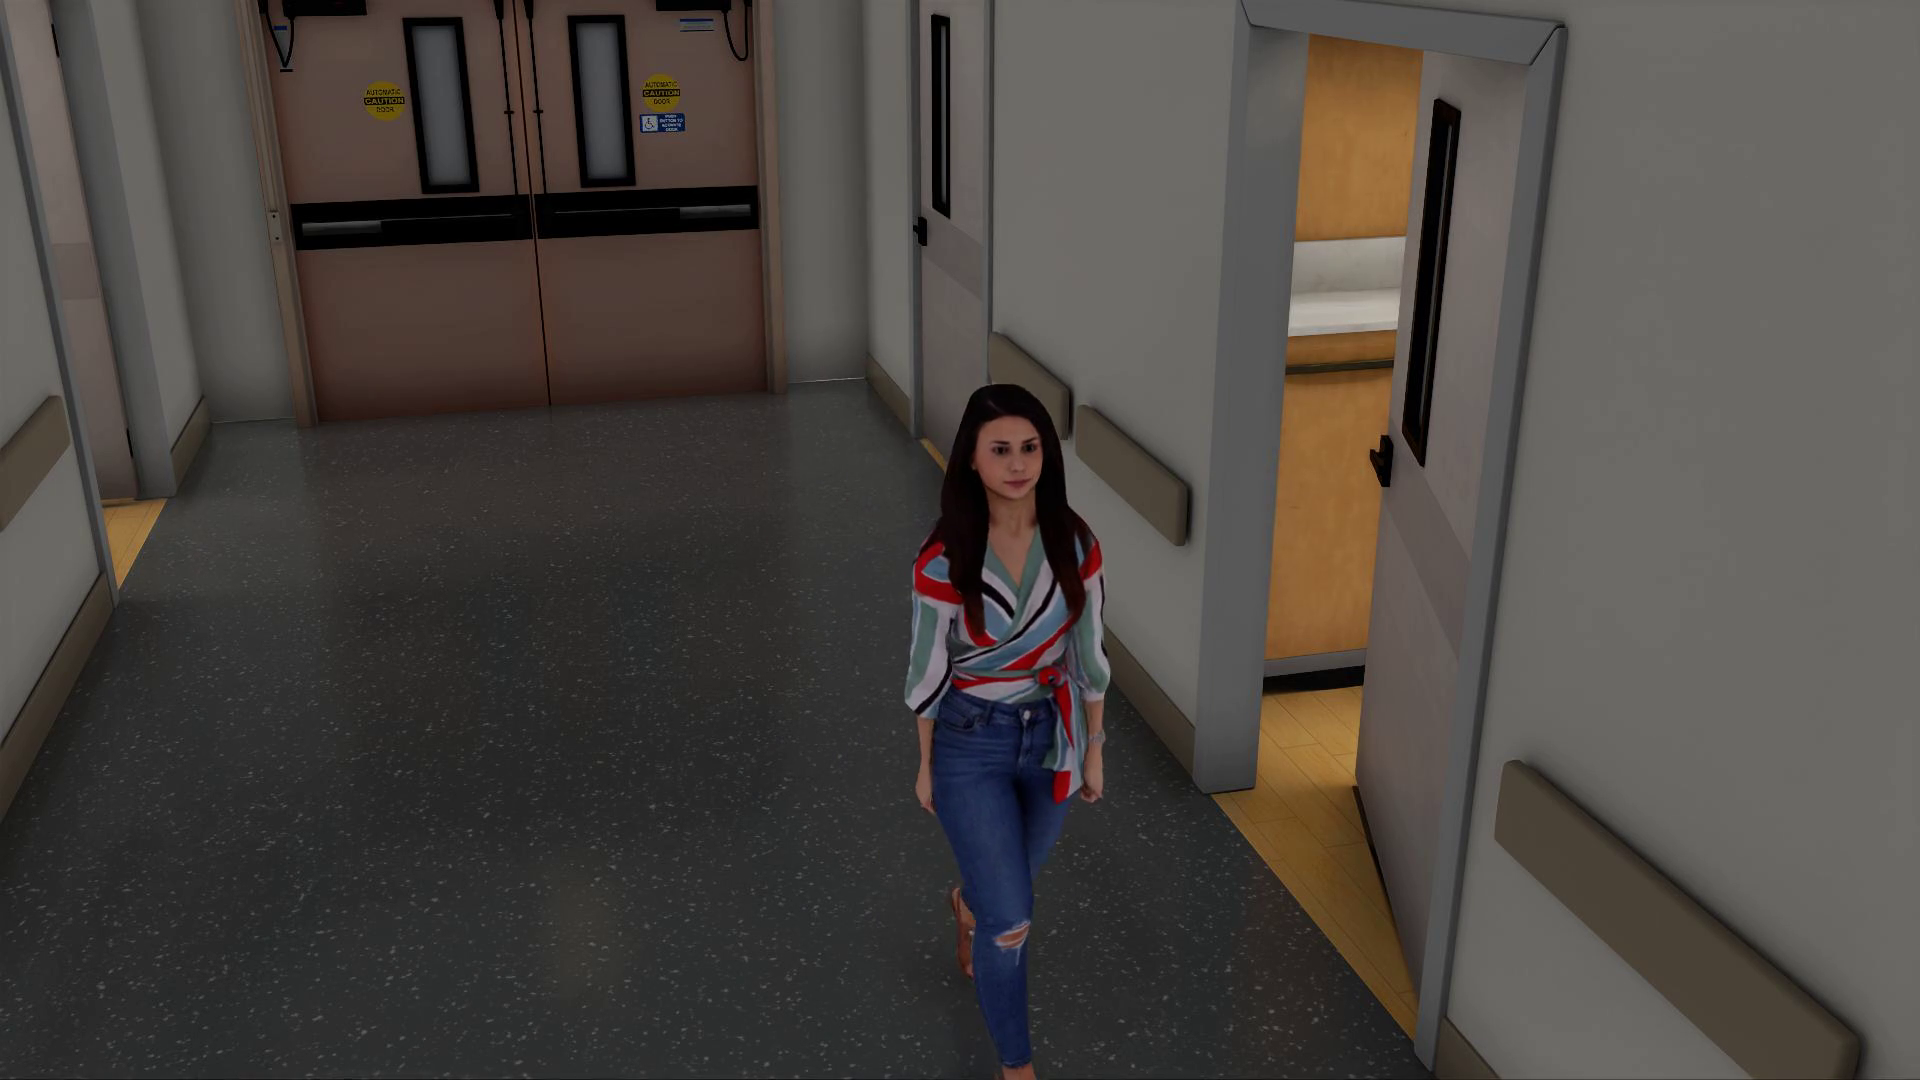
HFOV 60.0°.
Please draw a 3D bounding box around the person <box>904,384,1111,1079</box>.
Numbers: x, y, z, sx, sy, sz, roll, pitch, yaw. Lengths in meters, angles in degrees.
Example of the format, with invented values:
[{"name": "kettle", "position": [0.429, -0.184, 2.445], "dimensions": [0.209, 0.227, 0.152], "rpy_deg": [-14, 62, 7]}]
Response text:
[{"name": "person", "position": [0.080, 0.434, 3.652], "dimensions": [0.628, 1.584, 1.039], "rpy_deg": [-7, 22, -17]}]
